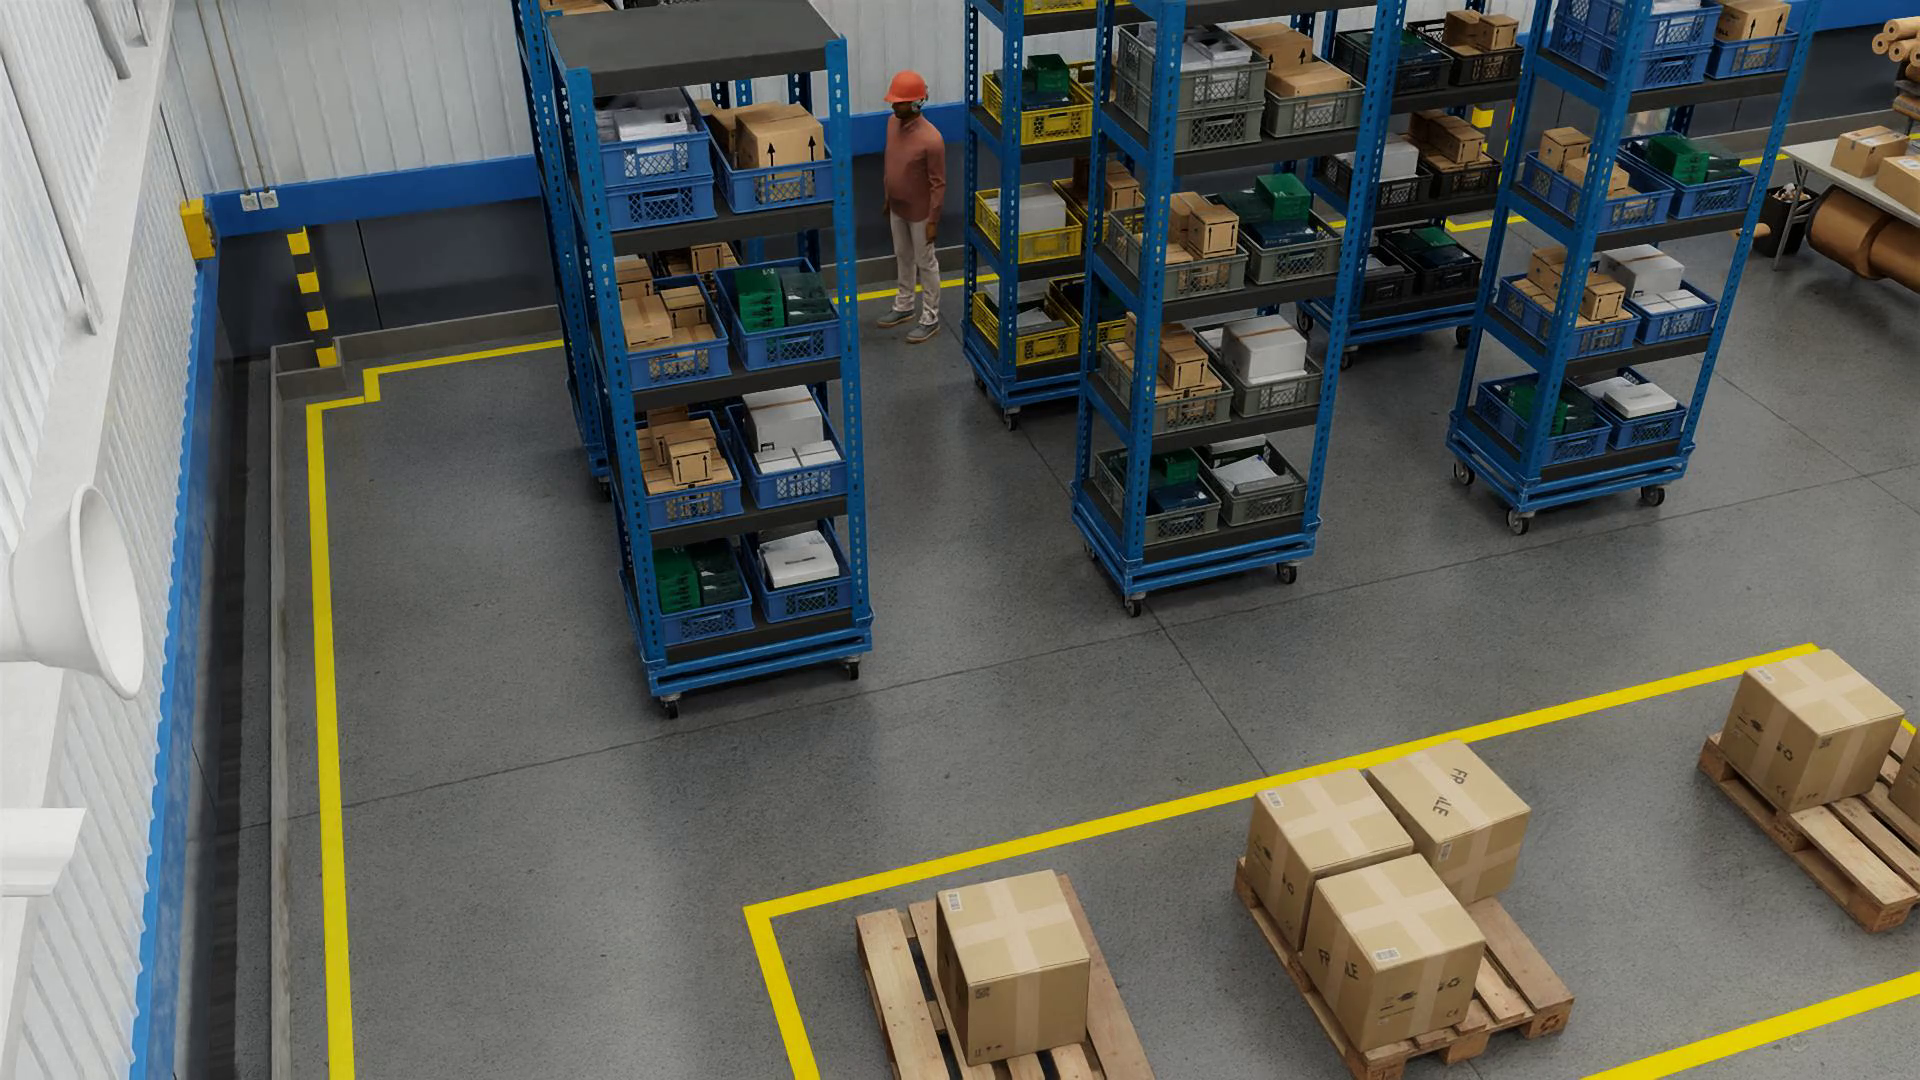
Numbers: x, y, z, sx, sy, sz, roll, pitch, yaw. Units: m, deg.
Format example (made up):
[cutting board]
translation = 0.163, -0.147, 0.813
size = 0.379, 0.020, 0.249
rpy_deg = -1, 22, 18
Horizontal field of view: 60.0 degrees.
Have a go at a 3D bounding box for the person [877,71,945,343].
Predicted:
[person]
translation = -0.351, -2.391, 11.937
size = 0.377, 1.995, 0.608
rpy_deg = -26, 43, -32
